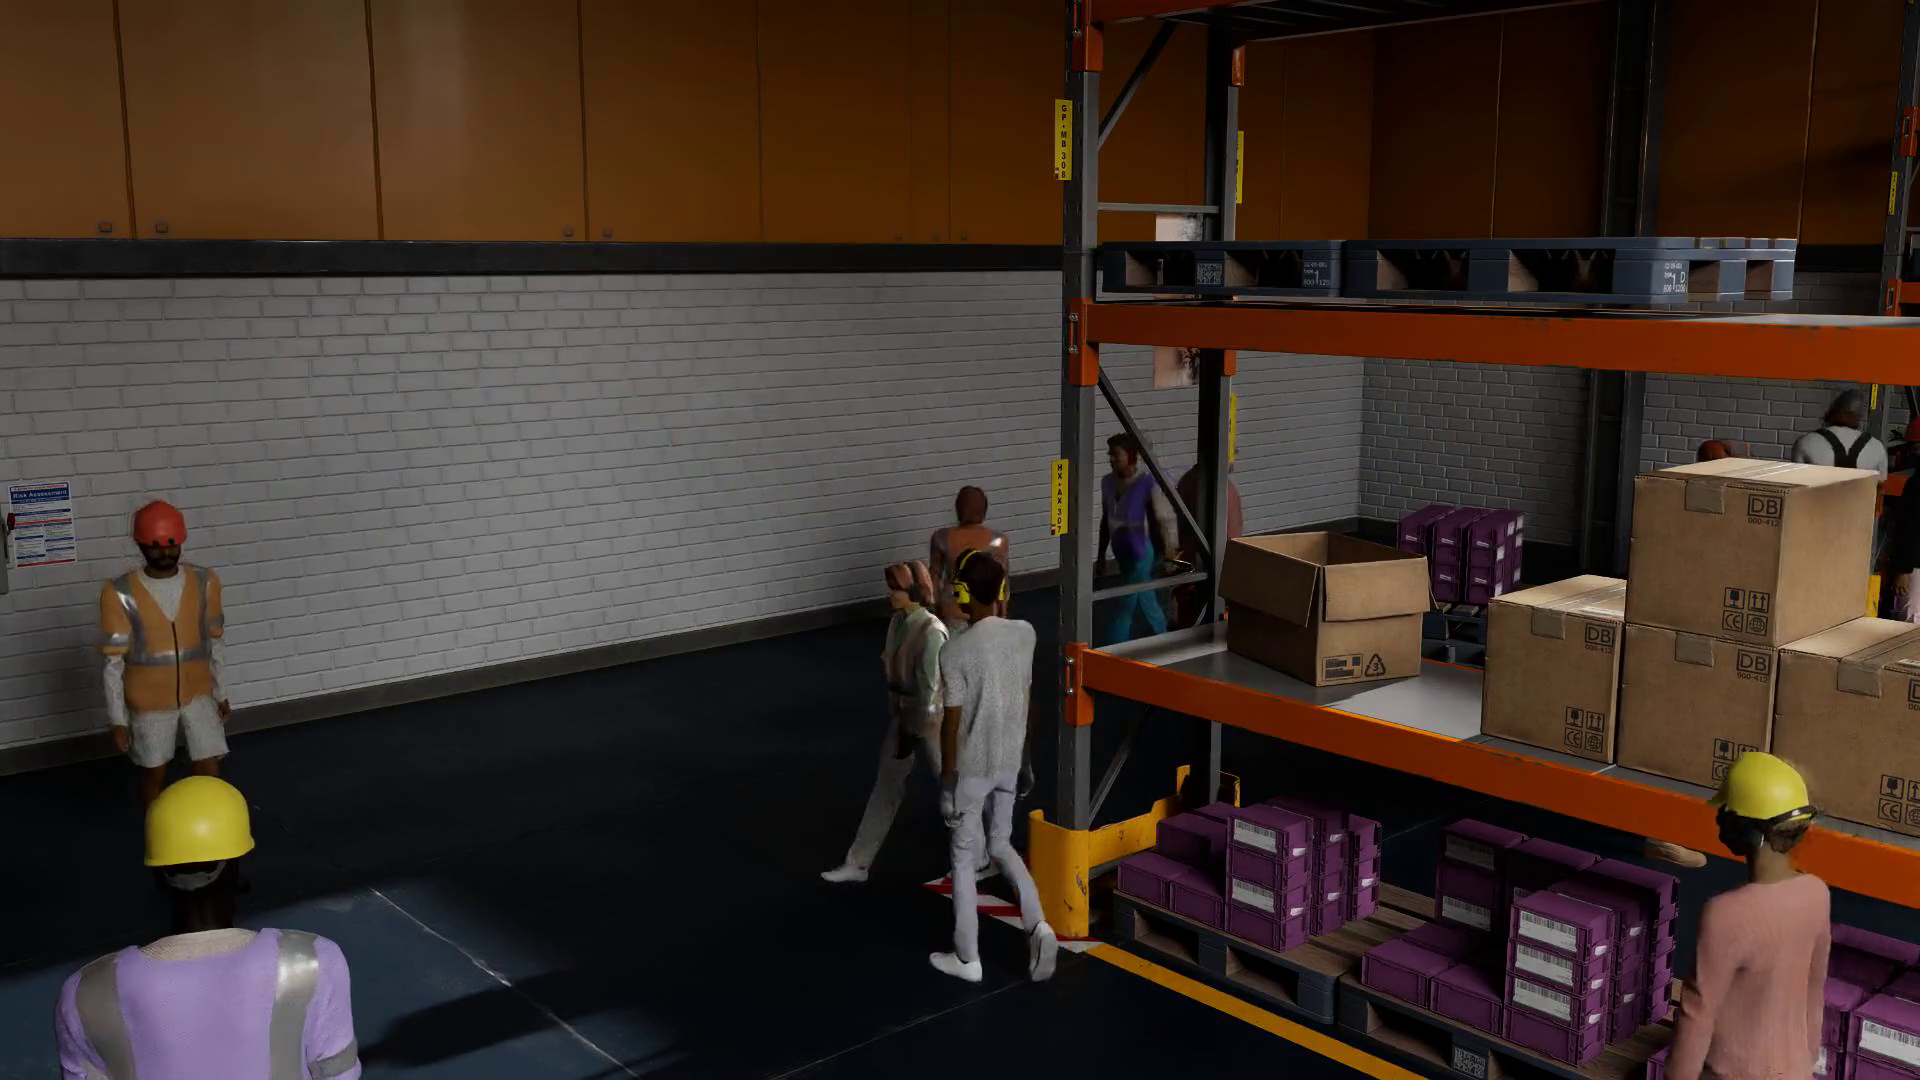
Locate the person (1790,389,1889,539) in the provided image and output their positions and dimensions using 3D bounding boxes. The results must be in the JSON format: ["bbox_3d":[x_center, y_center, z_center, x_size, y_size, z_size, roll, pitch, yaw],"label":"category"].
[{"bbox_3d":[6.795,-0.191,12.995,0.713,2.000,0.539,2,10,9],"label":"person"}]

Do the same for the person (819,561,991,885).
[{"bbox_3d":[-0.221,0.891,7.977,0.867,1.592,0.527,-6,11,-31],"label":"person"}]

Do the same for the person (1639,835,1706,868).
[{"bbox_3d":[3.639,0.696,8.386,0.430,1.845,0.620,4,10,22],"label":"person"}]

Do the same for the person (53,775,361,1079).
[{"bbox_3d":[-1.621,1.460,3.669,0.594,1.922,0.386,-4,10,-22],"label":"person"}]

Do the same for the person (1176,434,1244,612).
[{"bbox_3d":[1.671,0.217,11.071,0.424,1.909,0.692,-4,10,-22],"label":"person"}]

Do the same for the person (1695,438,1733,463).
[{"bbox_3d":[4.912,0.281,10.773,0.613,1.871,0.413,6,11,31],"label":"person"}]

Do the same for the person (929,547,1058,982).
[{"bbox_3d":[0.141,0.961,6.829,0.562,1.847,0.594,-7,12,-36],"label":"person"}]

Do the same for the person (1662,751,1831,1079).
[{"bbox_3d":[2.140,1.432,4.388,0.528,1.744,0.789,-7,12,-36],"label":"person"}]

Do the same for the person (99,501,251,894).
[{"bbox_3d":[-3.690,0.765,7.826,0.581,1.890,0.955,-8,13,-40],"label":"person"}]

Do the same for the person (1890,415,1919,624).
[{"bbox_3d":[6.398,0.158,11.093,0.619,1.990,0.395,-7,12,-37],"label":"person"}]

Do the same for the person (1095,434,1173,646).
[{"bbox_3d":[1.266,0.131,11.916,1.018,1.798,0.593,-6,11,-32],"label":"person"}]

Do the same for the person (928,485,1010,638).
[{"bbox_3d":[0.052,0.472,10.361,0.528,1.611,0.669,0,10,0],"label":"person"}]
